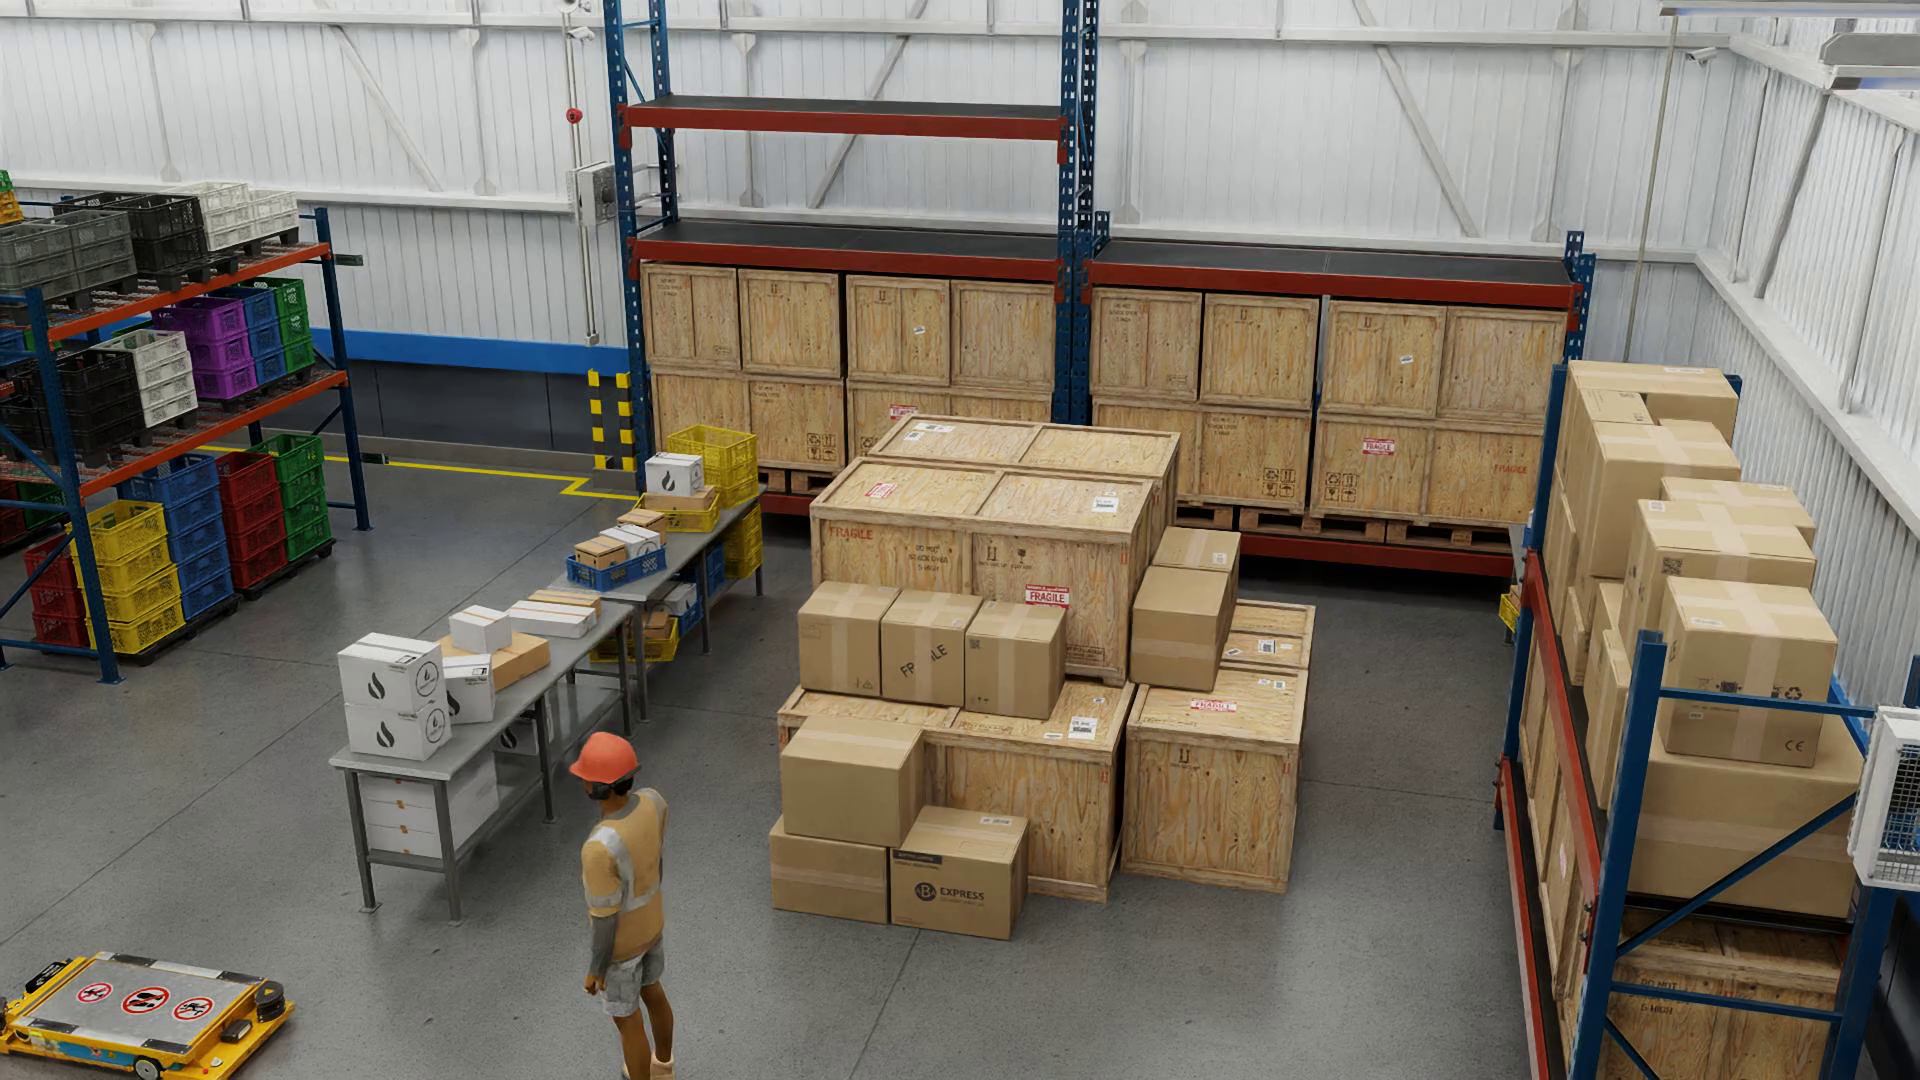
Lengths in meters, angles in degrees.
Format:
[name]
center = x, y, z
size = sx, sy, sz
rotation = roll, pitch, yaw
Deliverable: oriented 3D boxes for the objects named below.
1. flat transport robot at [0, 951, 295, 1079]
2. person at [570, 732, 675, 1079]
[flat transport robot]
center = -4.270, 2.464, 8.601
size = 1.431, 0.231, 0.659
rotation = 5, 22, 13
[person]
center = -1.580, 1.827, 7.783
size = 0.374, 2.044, 0.604
rotation = 6, 22, 16
